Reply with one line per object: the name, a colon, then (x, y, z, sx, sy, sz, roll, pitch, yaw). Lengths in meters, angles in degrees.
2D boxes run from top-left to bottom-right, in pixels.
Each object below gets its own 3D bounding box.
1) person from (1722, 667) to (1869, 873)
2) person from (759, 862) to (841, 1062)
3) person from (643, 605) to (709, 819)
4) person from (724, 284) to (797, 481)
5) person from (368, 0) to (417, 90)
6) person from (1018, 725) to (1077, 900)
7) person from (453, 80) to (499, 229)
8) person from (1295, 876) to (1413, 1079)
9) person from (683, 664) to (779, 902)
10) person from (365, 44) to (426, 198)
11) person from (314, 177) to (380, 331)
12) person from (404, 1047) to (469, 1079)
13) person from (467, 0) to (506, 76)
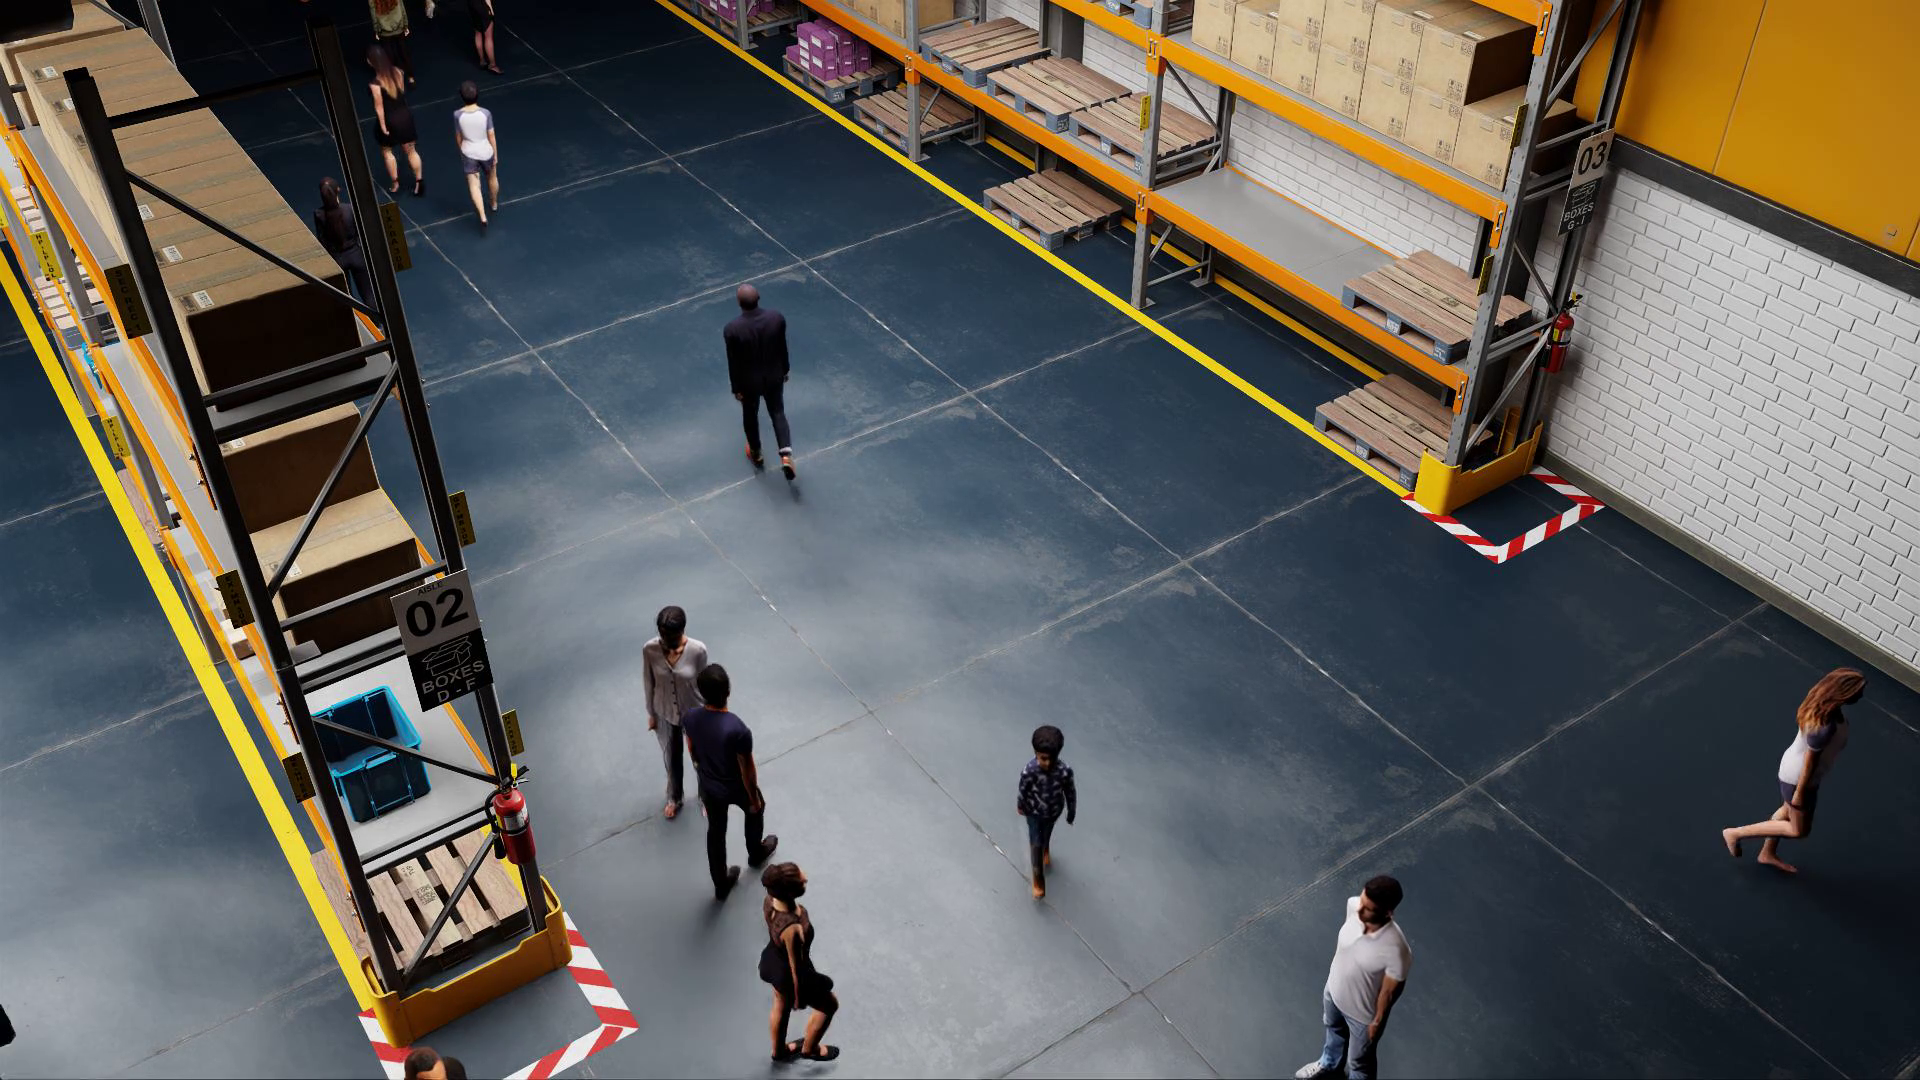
person: (5.222, 1.445, 10.464, 0.845, 1.720, 0.766, 20, 43, 24)
person: (-1.021, 2.420, 9.289, 0.673, 1.664, 0.587, -17, 42, -20)
person: (-1.819, 1.106, 10.845, 0.683, 1.775, 0.713, 0, 39, 0)
person: (-1.628, -1.287, 13.822, 0.854, 1.798, 1.089, -14, 41, -17)
person: (-6.916, -6.195, 20.226, 0.594, 1.476, 0.530, -20, 43, -23)
person: (0.538, 1.636, 10.617, 0.716, 1.231, 0.848, -4, 39, -4)
person: (-5.072, -4.042, 17.481, 0.745, 1.537, 1.043, -12, 40, -15)
person: (2.185, 2.469, 9.069, 0.783, 1.862, 0.593, -13, 40, -16)
person: (-1.493, 1.568, 10.274, 0.921, 1.766, 0.964, 15, 41, 18)
person: (-5.999, -4.469, 17.884, 0.810, 1.702, 0.785, 21, 43, 24)
person: (-5.720, -2.595, 15.532, 0.620, 1.710, 0.572, -13, 40, -16)
person: (-2.511, 3.110, 8.232, 0.809, 1.904, 0.796, 14, 41, 16)
person: (-5.935, -6.599, 20.547, 0.493, 1.706, 0.680, 31, 48, 33)
